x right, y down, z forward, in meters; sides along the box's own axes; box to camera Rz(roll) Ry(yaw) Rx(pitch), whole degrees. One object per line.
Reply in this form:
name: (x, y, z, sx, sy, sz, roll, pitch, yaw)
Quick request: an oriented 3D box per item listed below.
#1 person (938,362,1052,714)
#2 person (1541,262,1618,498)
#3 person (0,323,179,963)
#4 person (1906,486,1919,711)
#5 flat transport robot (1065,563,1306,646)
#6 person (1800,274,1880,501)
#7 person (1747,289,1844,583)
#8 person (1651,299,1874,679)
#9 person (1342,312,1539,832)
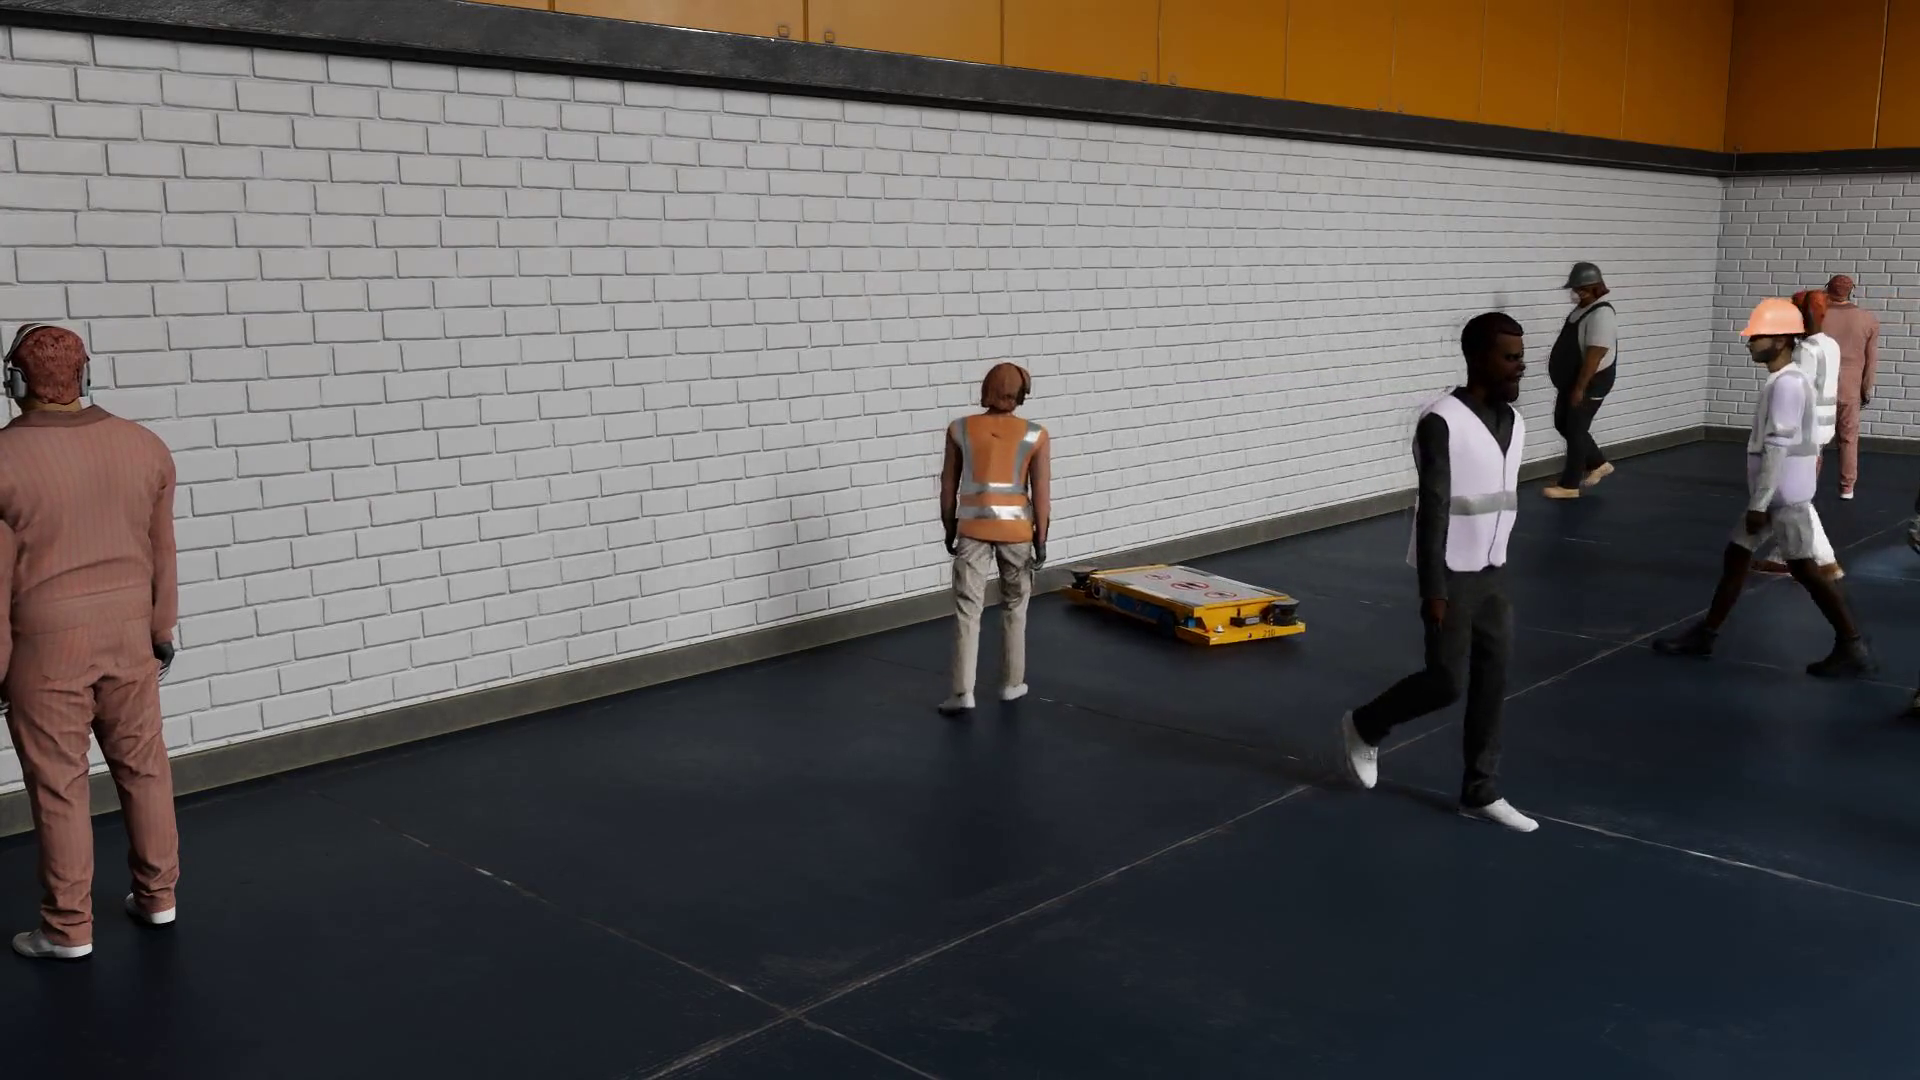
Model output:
person: (0.148, -0.002, 7.641, 0.533, 1.606, 0.600, 2, 10, 10)
person: (5.345, -1.365, 14.154, 0.726, 2.000, 0.748, 1, 10, 4)
person: (-2.671, 0.309, 5.005, 0.410, 1.909, 0.642, 6, 12, 32)
person: (4.536, -0.102, 7.270, 0.648, 1.929, 0.520, 8, 13, 39)
flat transport robot: (1.253, 0.340, 9.483, 0.652, 0.197, 1.431, -5, 11, -28)
person: (7.366, -1.283, 14.067, 0.642, 1.909, 0.399, 3, 10, 15)
person: (5.375, -0.647, 10.577, 0.564, 1.888, 0.596, 10, 14, 44)
person: (4.113, -0.256, 8.312, 1.020, 1.887, 0.565, 4, 11, 23)
person: (1.820, 0.107, 6.165, 0.597, 1.902, 0.691, -8, 13, -39)
